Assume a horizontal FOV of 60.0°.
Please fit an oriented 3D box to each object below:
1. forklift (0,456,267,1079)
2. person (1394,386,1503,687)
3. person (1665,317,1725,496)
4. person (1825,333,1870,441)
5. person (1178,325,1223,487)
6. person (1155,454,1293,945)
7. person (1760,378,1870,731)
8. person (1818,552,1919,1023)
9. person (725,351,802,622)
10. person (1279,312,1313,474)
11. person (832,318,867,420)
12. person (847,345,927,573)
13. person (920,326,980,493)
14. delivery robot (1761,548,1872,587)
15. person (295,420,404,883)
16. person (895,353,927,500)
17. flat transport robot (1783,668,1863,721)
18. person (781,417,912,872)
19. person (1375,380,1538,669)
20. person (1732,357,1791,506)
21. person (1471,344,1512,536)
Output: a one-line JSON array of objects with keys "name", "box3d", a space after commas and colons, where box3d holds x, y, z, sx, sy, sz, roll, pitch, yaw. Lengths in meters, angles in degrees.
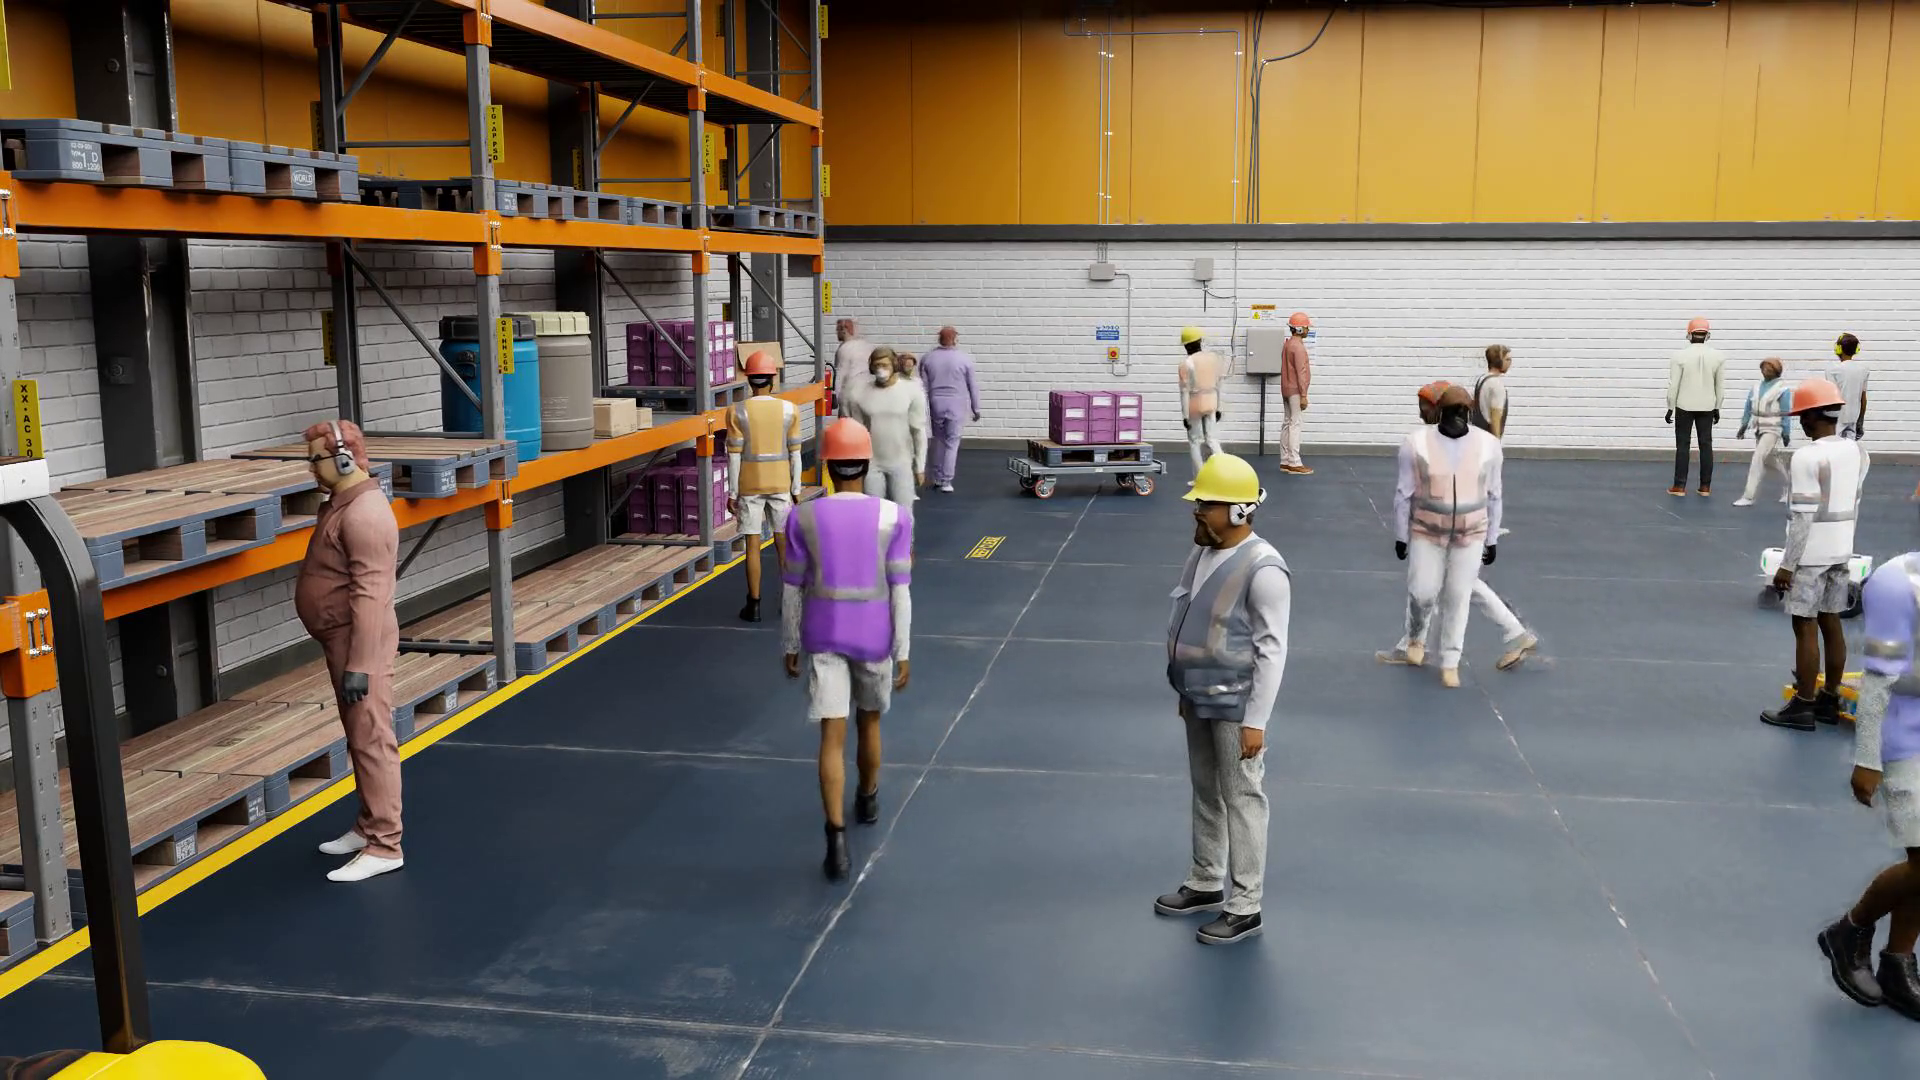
[{"name": "forklift", "box3d": [-2.328, 0.975, 2.765, 2.313, 2.155, 1.214, 1, 9, 9]}, {"name": "person", "box3d": [2.971, -0.036, 10.155, 0.632, 1.826, 0.517, 1, 9, 9]}, {"name": "person", "box3d": [8.169, -1.482, 18.526, 0.612, 1.994, 0.394, 1, 9, 3]}, {"name": "person", "box3d": [9.101, -1.202, 17.188, 0.538, 1.869, 0.312, -2, 9, -12]}, {"name": "person", "box3d": [2.768, -1.501, 18.962, 0.622, 1.888, 0.676, -3, 10, -21]}, {"name": "person", "box3d": [0.979, 0.589, 6.253, 0.403, 1.835, 0.586, -4, 10, -21]}, {"name": "person", "box3d": [4.664, 0.080, 9.105, 0.542, 1.928, 0.378, -5, 11, -29]}, {"name": "person", "box3d": [3.199, 0.673, 5.467, 0.569, 1.917, 0.414, -4, 10, -22]}, {"name": "person", "box3d": [-1.412, -0.381, 11.921, 0.552, 1.933, 0.368, -3, 10, -19]}, {"name": "person", "box3d": [4.157, -1.812, 20.563, 0.376, 1.995, 0.612, -1, 9, -9]}, {"name": "person", "box3d": [-1.518, -1.897, 21.380, 0.558, 1.892, 0.681, 3, 10, 19]}, {"name": "person", "box3d": [-0.571, -0.583, 13.201, 0.633, 1.928, 0.519, 2, 9, 10]}, {"name": "person", "box3d": [-0.093, -1.492, 18.952, 0.660, 1.876, 0.813, 3, 10, 16]}, {"name": "delivery robot", "box3d": [6.305, 0.205, 12.262, 0.707, 0.478, 0.477, 6, 11, 33]}, {"name": "person", "box3d": [-2.526, 0.449, 6.903, 0.410, 1.905, 0.640, -4, 10, -23]}, {"name": "person", "box3d": [-0.610, -1.266, 18.380, 0.519, 1.617, 0.670, -8, 12, -40]}, {"name": "flat transport robot", "box3d": [5.215, 0.928, 8.965, 0.652, 0.197, 1.431, -2, 9, -12]}, {"name": "person", "box3d": [-0.489, 0.423, 7.153, 0.563, 1.887, 1.005, 0, 9, -3]}, {"name": "person", "box3d": [3.156, -0.086, 10.428, 0.930, 1.841, 0.649, 4, 10, 25]}, {"name": "person", "box3d": [8.682, -1.162, 17.784, 0.829, 1.600, 0.534, -2, 9, -12]}, {"name": "person", "box3d": [4.872, -0.925, 15.609, 0.626, 1.832, 0.518, 0, 9, -1]}]
